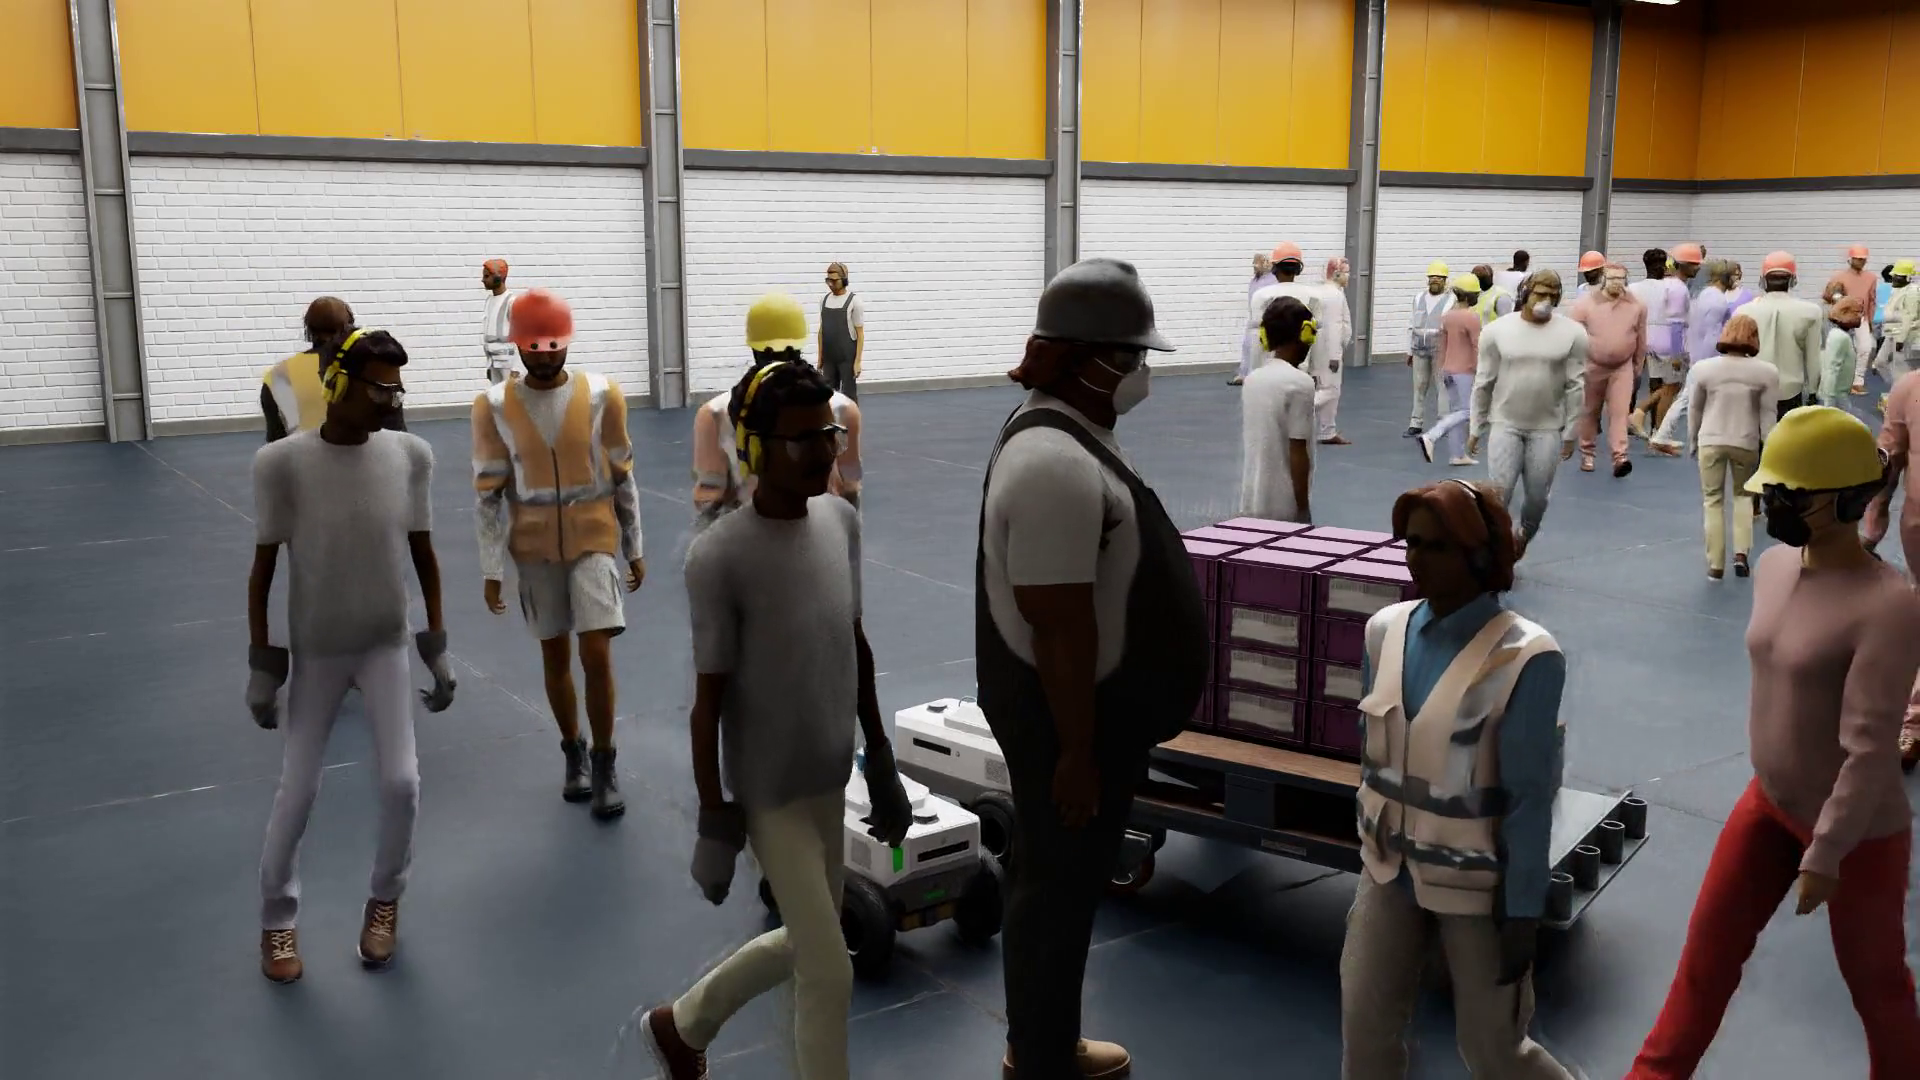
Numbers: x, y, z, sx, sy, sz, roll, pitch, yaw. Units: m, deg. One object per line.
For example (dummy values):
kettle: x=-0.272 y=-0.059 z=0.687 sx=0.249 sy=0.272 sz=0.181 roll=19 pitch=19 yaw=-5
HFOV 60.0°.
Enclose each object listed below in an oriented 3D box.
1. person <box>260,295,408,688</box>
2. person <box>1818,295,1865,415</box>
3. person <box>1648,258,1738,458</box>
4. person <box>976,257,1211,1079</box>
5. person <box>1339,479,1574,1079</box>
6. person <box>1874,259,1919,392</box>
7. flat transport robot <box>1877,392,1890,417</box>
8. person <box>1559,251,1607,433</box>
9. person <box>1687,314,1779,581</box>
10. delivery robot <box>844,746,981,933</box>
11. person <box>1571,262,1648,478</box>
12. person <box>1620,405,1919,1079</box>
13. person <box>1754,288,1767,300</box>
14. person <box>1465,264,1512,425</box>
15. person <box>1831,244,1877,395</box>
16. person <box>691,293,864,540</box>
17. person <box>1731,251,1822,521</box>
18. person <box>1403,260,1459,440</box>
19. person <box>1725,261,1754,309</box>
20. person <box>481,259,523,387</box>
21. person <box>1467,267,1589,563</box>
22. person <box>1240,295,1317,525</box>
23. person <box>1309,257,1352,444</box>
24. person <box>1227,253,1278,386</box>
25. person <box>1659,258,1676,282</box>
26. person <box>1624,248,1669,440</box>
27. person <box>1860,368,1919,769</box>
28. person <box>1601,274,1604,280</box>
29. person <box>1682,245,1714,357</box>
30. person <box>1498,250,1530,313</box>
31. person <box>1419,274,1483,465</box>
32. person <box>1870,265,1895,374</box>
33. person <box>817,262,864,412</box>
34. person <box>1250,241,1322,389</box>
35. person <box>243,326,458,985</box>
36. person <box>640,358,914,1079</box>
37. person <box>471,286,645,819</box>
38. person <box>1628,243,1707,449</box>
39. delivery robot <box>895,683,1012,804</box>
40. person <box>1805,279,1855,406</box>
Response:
person: x=-2.820 y=-0.194 z=7.563 sx=0.625 sy=1.820 sz=0.680 roll=-2 pitch=10 yaw=-10
person: x=6.866 y=-1.089 z=12.952 sx=0.339 sy=1.621 sz=0.510 roll=6 pitch=12 yaw=30
person: x=6.986 y=-1.670 z=15.484 sx=1.028 sy=1.891 sz=0.621 roll=1 pitch=10 yaw=7
person: x=0.304 y=0.373 z=3.829 sx=0.535 sy=2.000 sz=0.687 roll=0 pitch=10 yaw=1
person: x=1.017 y=0.670 z=3.351 sx=0.697 sy=1.617 sz=0.518 roll=-7 pitch=12 yaw=-32
person: x=11.358 y=-2.483 z=20.118 sx=0.422 sy=1.809 sz=0.617 roll=3 pitch=11 yaw=14
flat transport robot: x=11.024 y=-1.547 z=19.207 sx=0.652 sy=0.197 sz=1.431 roll=5 pitch=11 yaw=24
person: x=6.656 y=-2.084 z=17.604 sx=0.368 sy=1.929 sz=0.542 roll=-5 pitch=11 yaw=-25
person: x=4.658 y=-0.553 z=10.080 sx=0.495 sy=1.613 sz=0.406 roll=4 pitch=11 yaw=22
delivery robot: x=-0.257 y=0.859 z=4.980 sx=0.477 sy=0.478 sz=0.707 roll=-8 pitch=13 yaw=-36
person: x=5.620 y=-1.469 z=14.433 sx=0.661 sy=1.851 sz=1.030 roll=2 pitch=11 yaw=12
person: x=1.709 y=0.579 z=3.529 sx=0.900 sy=1.720 sz=0.541 roll=-2 pitch=10 yaw=-8
person: x=9.134 y=-2.188 z=18.814 sx=0.319 sy=1.696 sz=0.532 roll=-8 pitch=13 yaw=-37
person: x=5.820 y=-2.160 z=18.454 sx=0.999 sy=1.782 sz=0.678 roll=-4 pitch=11 yaw=-21
person: x=11.704 y=-2.865 z=21.752 sx=0.659 sy=1.972 sz=0.705 roll=0 pitch=10 yaw=1
person: x=-0.617 y=0.108 z=5.721 sx=0.599 sy=1.879 sz=0.988 roll=-1 pitch=10 yaw=-8
person: x=5.867 y=-1.092 z=12.032 sx=0.635 sy=1.978 sz=0.560 roll=6 pitch=12 yaw=29
person: x=4.865 y=-1.952 z=17.134 sx=0.587 sy=1.837 sz=0.404 roll=9 pitch=13 yaw=39
person: x=8.324 y=-2.137 z=18.186 sx=0.567 sy=1.827 sz=0.604 roll=2 pitch=10 yaw=9
person: x=-4.085 y=-1.566 z=14.897 sx=0.357 sy=1.881 sz=0.574 roll=-9 pitch=14 yaw=-40
person: x=3.383 y=-0.682 z=9.980 sx=0.653 sy=1.911 sz=0.714 roll=3 pitch=11 yaw=15
person: x=1.373 y=-0.089 z=6.930 sx=0.554 sy=1.834 sz=0.585 roll=-4 pitch=11 yaw=-22
person: x=3.582 y=-1.860 z=16.503 sx=0.649 sy=1.884 sz=0.683 roll=0 pitch=10 yaw=-1
person: x=4.278 y=-3.085 z=23.334 sx=1.029 sy=1.860 sz=0.634 roll=-6 pitch=12 yaw=-31
person: x=11.050 y=-3.530 z=26.043 sx=0.319 sy=1.742 sz=0.492 roll=-3 pitch=11 yaw=-17
person: x=7.059 y=-2.004 z=17.070 sx=0.607 sy=1.963 sz=0.373 roll=10 pitch=14 yaw=44
person: x=3.985 y=-0.038 z=6.642 sx=0.982 sy=1.843 sz=0.663 roll=-9 pitch=13 yaw=-39
person: x=8.936 y=-2.911 z=22.958 sx=0.545 sy=1.622 sz=0.423 roll=-3 pitch=11 yaw=-14
person: x=12.753 y=-4.137 z=28.834 sx=0.630 sy=1.940 sz=0.372 roll=-1 pitch=10 yaw=-8
person: x=7.921 y=-3.204 z=23.904 sx=0.423 sy=1.890 sz=0.617 roll=-4 pitch=11 yaw=-21
person: x=4.454 y=-1.514 z=14.968 sx=0.618 sy=1.748 sz=0.538 roll=-3 pitch=11 yaw=-14
person: x=14.054 y=-3.347 z=25.279 sx=0.869 sy=1.662 sz=0.533 roll=-9 pitch=14 yaw=-40
person: x=-1.143 y=-1.699 z=15.738 sx=0.505 sy=1.840 sz=0.346 roll=6 pitch=12 yaw=30
person: x=2.621 y=-1.398 z=13.530 sx=0.616 sy=2.041 sz=0.382 roll=-3 pitch=11 yaw=-14
person: x=-1.735 y=0.316 z=4.701 sx=0.574 sy=1.836 sz=0.436 roll=-7 pitch=12 yaw=-34
person: x=-0.394 y=0.523 z=3.581 sx=0.821 sy=1.840 sz=0.532 roll=6 pitch=12 yaw=31
person: x=-1.428 y=0.055 z=5.938 sx=0.585 sy=1.902 sz=0.696 roll=-2 pitch=11 yaw=-11
person: x=6.958 y=-1.895 z=16.324 sx=0.580 sy=2.017 sz=0.667 roll=2 pitch=11 yaw=13
delivery robot: x=0.105 y=0.726 z=5.710 sx=0.707 sy=0.478 sz=0.477 roll=10 pitch=14 yaw=43
person: x=9.797 y=-2.138 z=18.772 sx=0.513 sy=1.618 sz=0.634 roll=2 pitch=11 yaw=11
